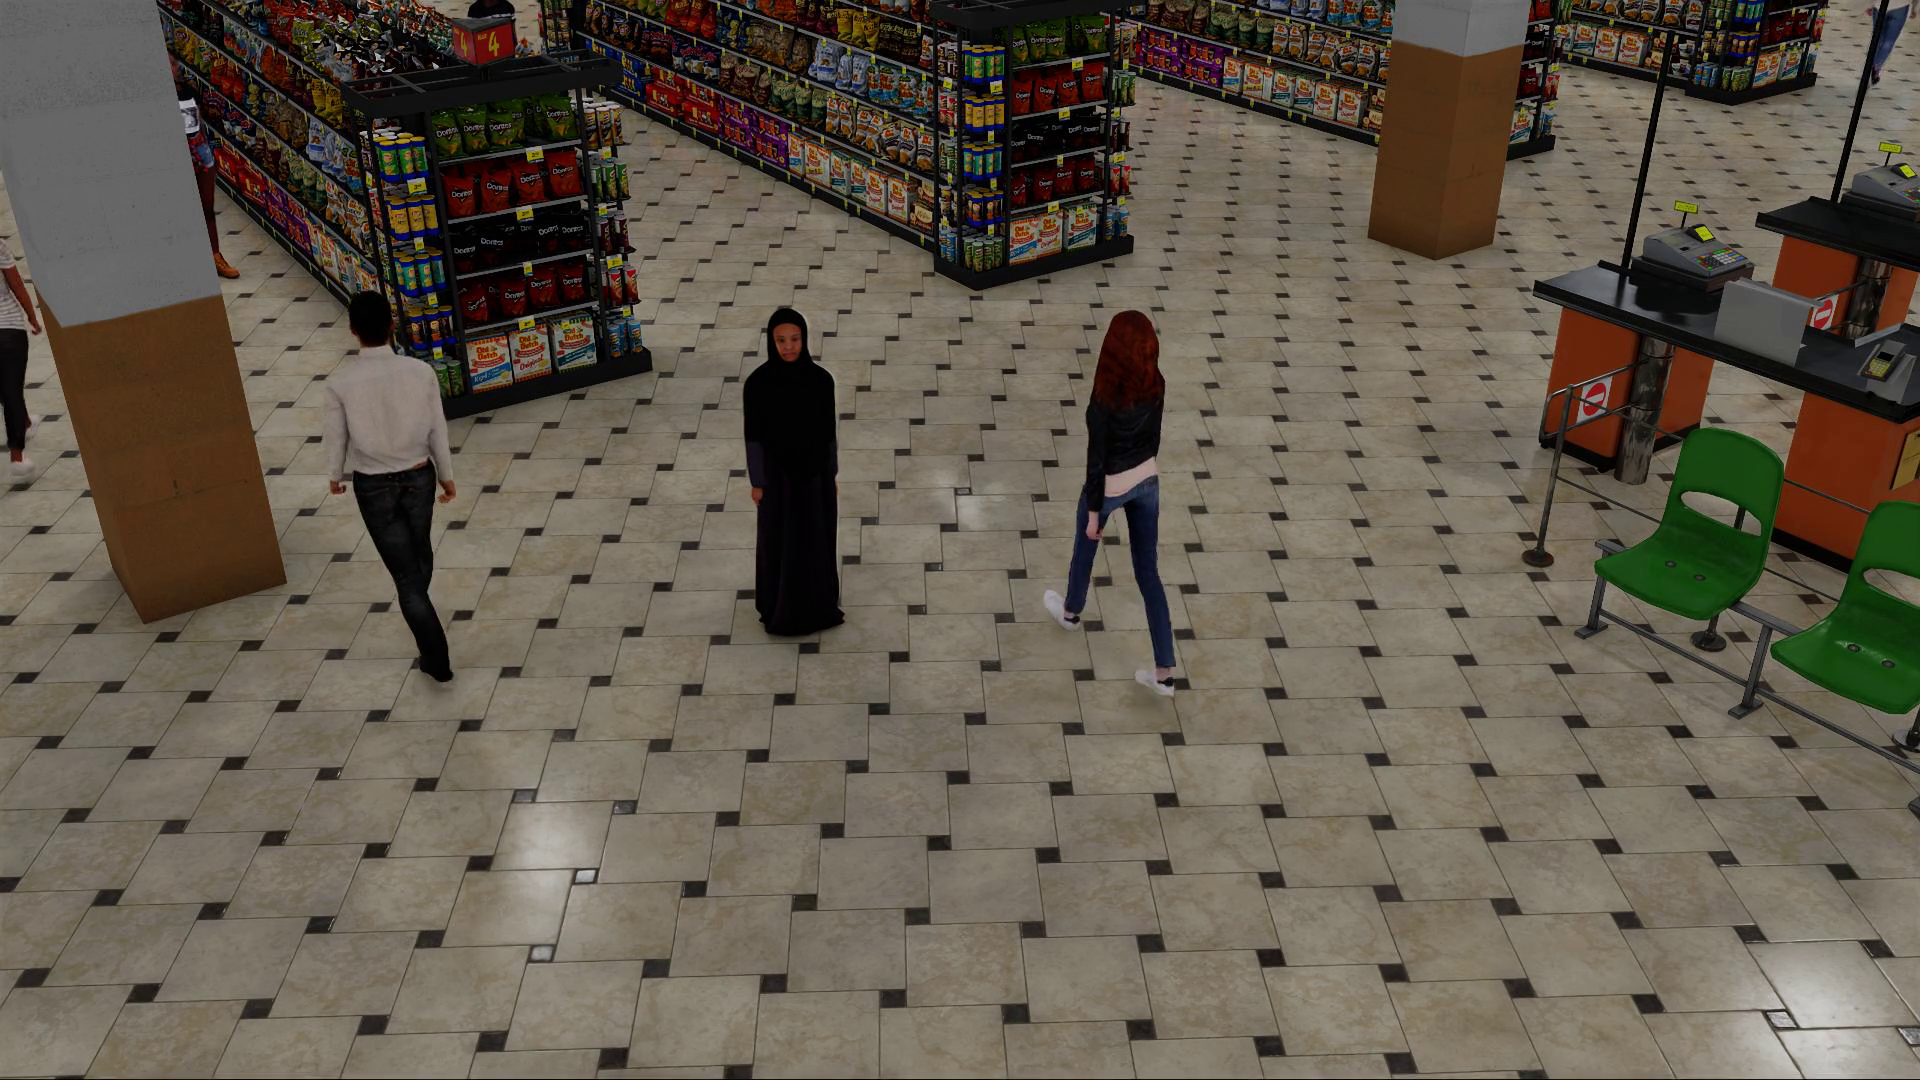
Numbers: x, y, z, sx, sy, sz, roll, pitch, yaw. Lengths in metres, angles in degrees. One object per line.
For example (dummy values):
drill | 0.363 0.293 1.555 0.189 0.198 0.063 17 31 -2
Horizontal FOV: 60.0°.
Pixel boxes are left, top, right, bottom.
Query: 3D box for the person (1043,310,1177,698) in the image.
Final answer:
person | 0.768 -0.118 7.344 0.685 1.734 1.270 -15 32 -25

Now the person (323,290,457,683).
person | -2.502 -0.183 7.433 0.749 1.762 1.182 -15 32 -26

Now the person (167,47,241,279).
person | -5.634 -2.712 12.102 0.716 1.727 0.699 17 33 29

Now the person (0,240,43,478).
person | -5.425 -1.125 9.330 0.845 1.599 1.193 -7 30 -13

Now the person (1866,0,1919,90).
person | 9.644 -5.486 17.249 1.073 1.664 0.907 21 35 34

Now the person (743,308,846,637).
person | -0.779 -0.320 7.839 0.672 1.615 0.684 -8 30 -14

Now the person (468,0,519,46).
person | -4.100 -4.176 14.779 0.622 1.731 0.569 -23 36 -35
